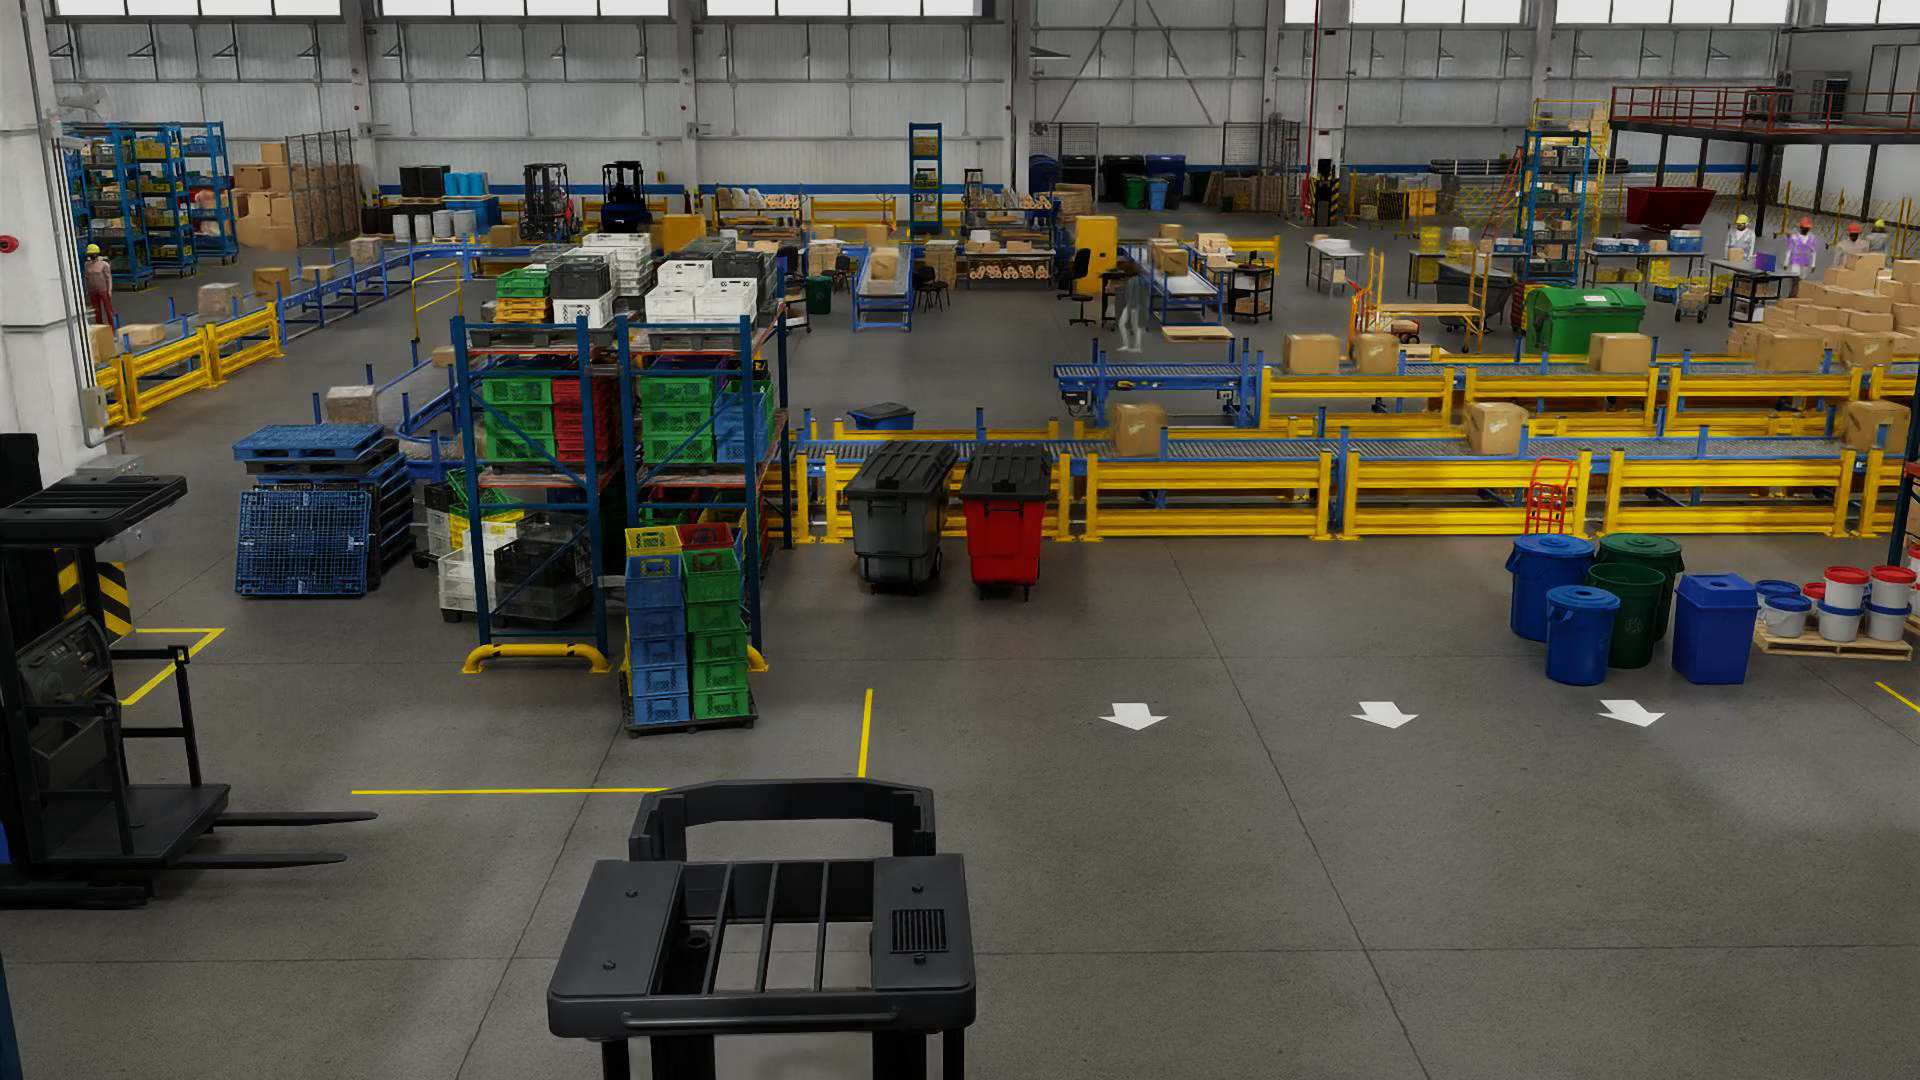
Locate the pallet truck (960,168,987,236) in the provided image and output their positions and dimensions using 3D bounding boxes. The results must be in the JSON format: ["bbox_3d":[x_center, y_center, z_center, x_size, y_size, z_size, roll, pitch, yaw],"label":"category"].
[{"bbox_3d":[0.383,-10.230,50.206,0.823,1.965,1.885,-1,16,-3],"label":"pallet truck"}]

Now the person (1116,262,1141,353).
[{"bbox_3d":[3.015,-4.159,29.771,0.565,1.615,0.531,7,18,24],"label":"person"}]

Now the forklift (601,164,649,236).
[{"bbox_3d":[-9.948,-10.127,49.296,1.157,1.987,2.680,-1,16,-3],"label":"forklift"}]

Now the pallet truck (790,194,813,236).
[{"bbox_3d":[-4.814,-9.883,50.259,0.704,1.261,1.522,-1,16,-3],"label":"pallet truck"}]

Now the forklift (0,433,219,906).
[{"bbox_3d":[-5.952,0.780,10.366,1.873,2.768,1.129,0,16,-1],"label":"forklift"}]

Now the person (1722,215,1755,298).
[{"bbox_3d":[17.119,-6.232,36.603,0.600,1.831,0.404,14,21,39],"label":"person"}]

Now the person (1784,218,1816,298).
[{"bbox_3d":[17.849,-5.907,35.368,0.551,1.902,0.982,2,16,7],"label":"person"}]

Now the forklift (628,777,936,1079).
[{"bbox_3d":[-0.542,2.165,5.552,1.129,2.768,1.873,-1,16,-2],"label":"forklift"}]

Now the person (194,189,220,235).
[{"bbox_3d":[-20.721,-8.961,45.862,0.761,1.970,0.622,12,20,35],"label":"person"}]

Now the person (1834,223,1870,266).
[{"bbox_3d":[17.763,-5.306,33.153,0.634,1.959,0.823,6,17,20],"label":"person"}]

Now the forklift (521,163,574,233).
[{"bbox_3d":[-12.233,-10.122,49.298,1.157,1.987,2.680,0,16,-1],"label":"forklift"}]

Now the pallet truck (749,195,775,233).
[{"bbox_3d":[-6.051,-9.967,50.660,0.680,1.201,1.601,0,16,-1],"label":"pallet truck"}]

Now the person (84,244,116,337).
[{"bbox_3d":[-16.246,-4.697,31.380,0.527,1.772,0.305,1,16,5],"label":"person"}]

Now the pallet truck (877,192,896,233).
[{"bbox_3d":[-2.277,-9.986,50.594,0.653,1.274,1.630,0,16,-1],"label":"pallet truck"}]

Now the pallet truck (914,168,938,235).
[{"bbox_3d":[-0.989,-10.316,50.507,0.823,1.965,1.885,1,16,3],"label":"pallet truck"}]

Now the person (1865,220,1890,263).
[{"bbox_3d":[20.122,-6.193,36.691,0.506,1.704,0.856,1,16,3],"label":"person"}]
